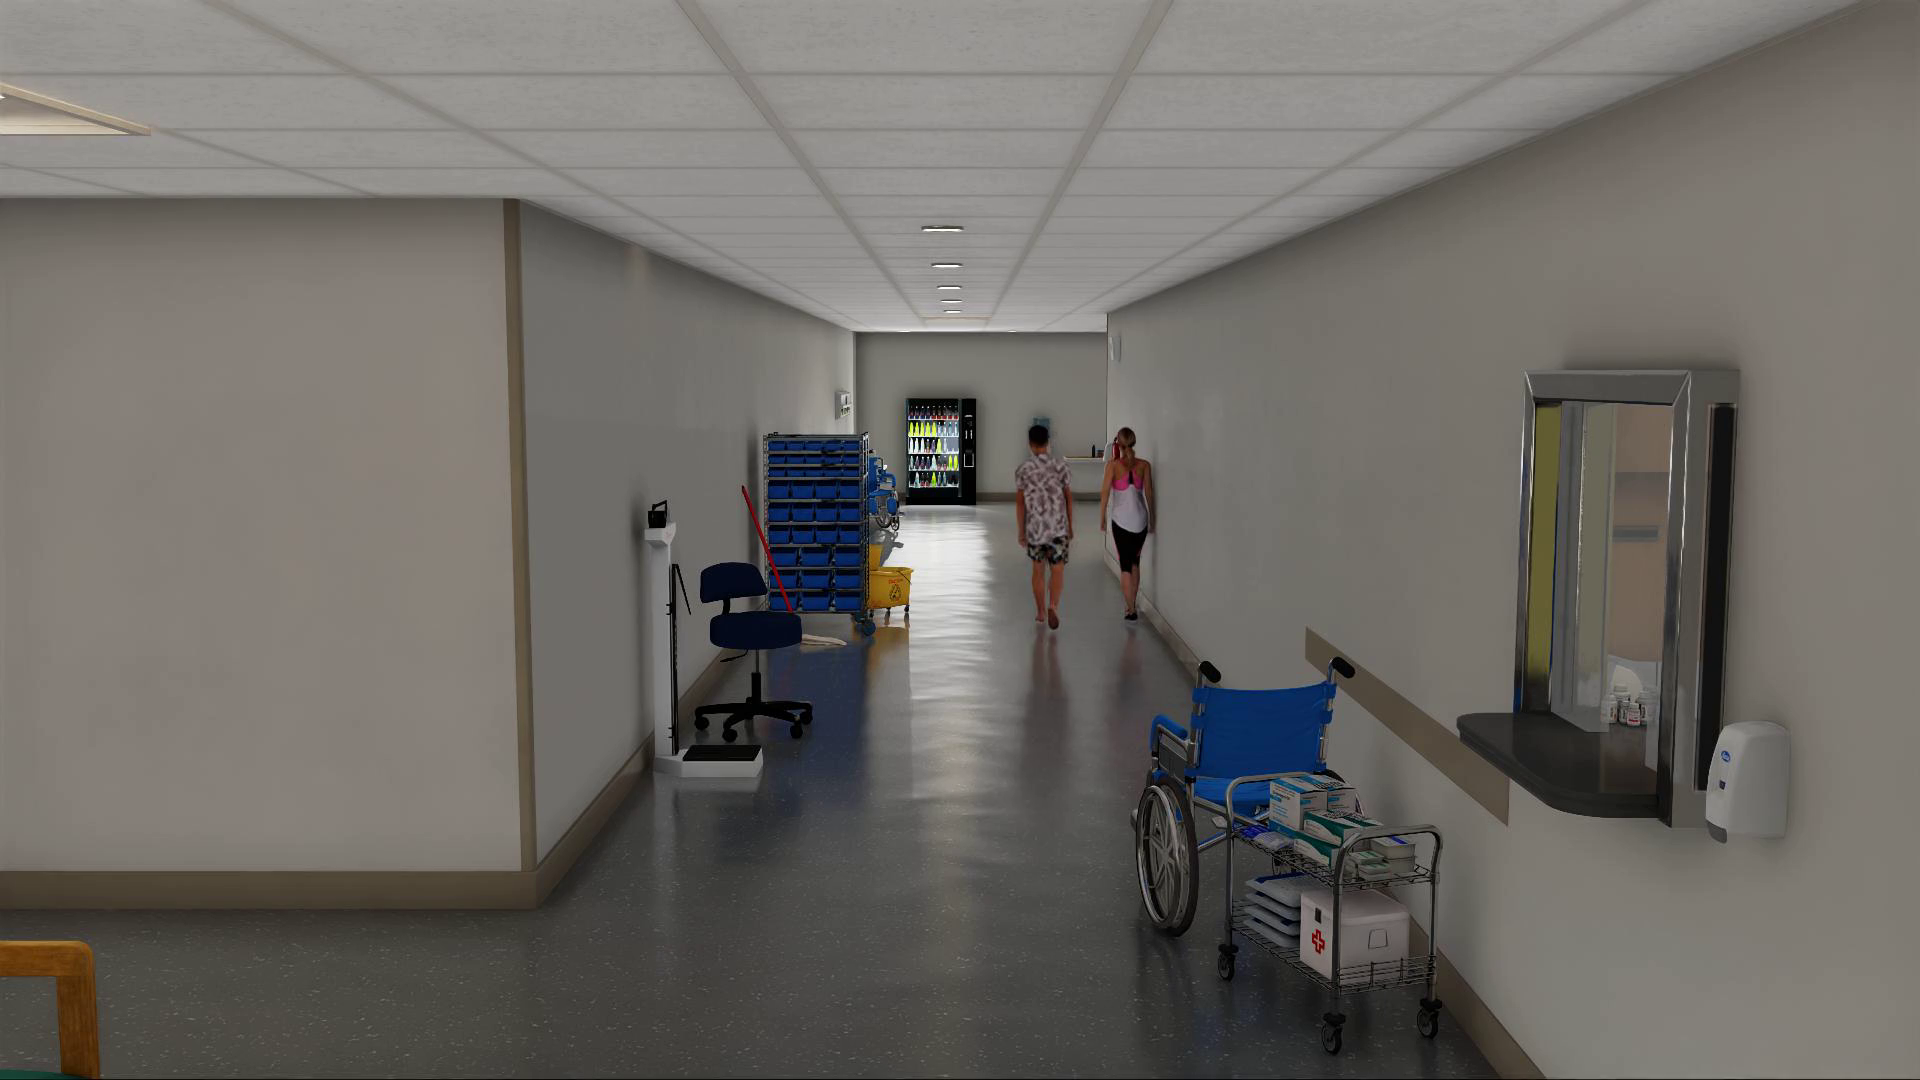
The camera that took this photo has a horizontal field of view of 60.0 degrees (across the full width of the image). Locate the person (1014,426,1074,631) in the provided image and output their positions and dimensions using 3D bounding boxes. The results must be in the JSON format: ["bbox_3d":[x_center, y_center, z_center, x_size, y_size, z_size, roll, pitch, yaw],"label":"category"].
[{"bbox_3d":[0.775,-0.096,14.778,1.041,1.782,0.798,1,6,9],"label":"person"}]

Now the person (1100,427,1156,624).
[{"bbox_3d":[1.552,-0.119,15.072,0.671,1.769,0.742,-1,6,-6],"label":"person"}]
